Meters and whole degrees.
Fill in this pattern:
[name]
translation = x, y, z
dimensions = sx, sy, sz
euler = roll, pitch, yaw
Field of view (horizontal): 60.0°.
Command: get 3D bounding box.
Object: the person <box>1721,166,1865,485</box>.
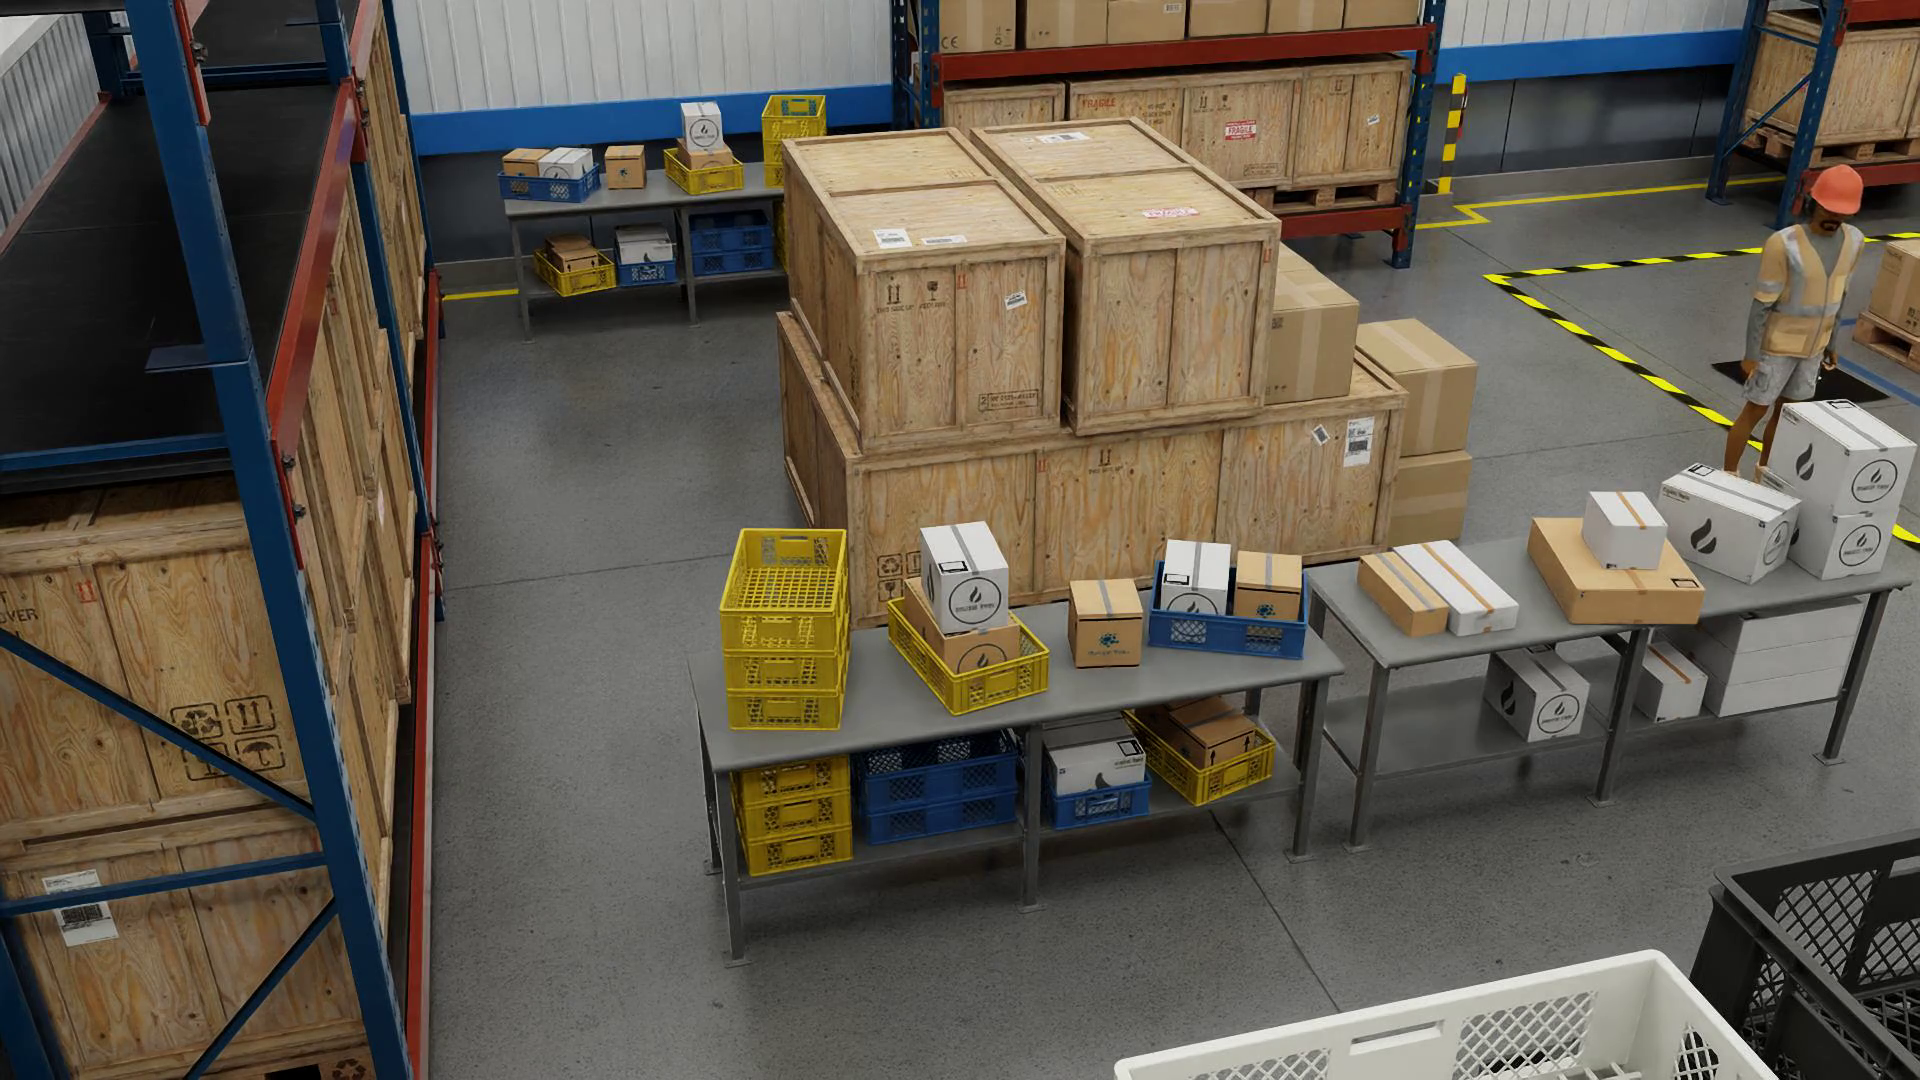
[person]
translation = 4.653, -1.085, 9.254
dimensions = 0.613, 2.037, 0.384
euler = -8, 30, -14
